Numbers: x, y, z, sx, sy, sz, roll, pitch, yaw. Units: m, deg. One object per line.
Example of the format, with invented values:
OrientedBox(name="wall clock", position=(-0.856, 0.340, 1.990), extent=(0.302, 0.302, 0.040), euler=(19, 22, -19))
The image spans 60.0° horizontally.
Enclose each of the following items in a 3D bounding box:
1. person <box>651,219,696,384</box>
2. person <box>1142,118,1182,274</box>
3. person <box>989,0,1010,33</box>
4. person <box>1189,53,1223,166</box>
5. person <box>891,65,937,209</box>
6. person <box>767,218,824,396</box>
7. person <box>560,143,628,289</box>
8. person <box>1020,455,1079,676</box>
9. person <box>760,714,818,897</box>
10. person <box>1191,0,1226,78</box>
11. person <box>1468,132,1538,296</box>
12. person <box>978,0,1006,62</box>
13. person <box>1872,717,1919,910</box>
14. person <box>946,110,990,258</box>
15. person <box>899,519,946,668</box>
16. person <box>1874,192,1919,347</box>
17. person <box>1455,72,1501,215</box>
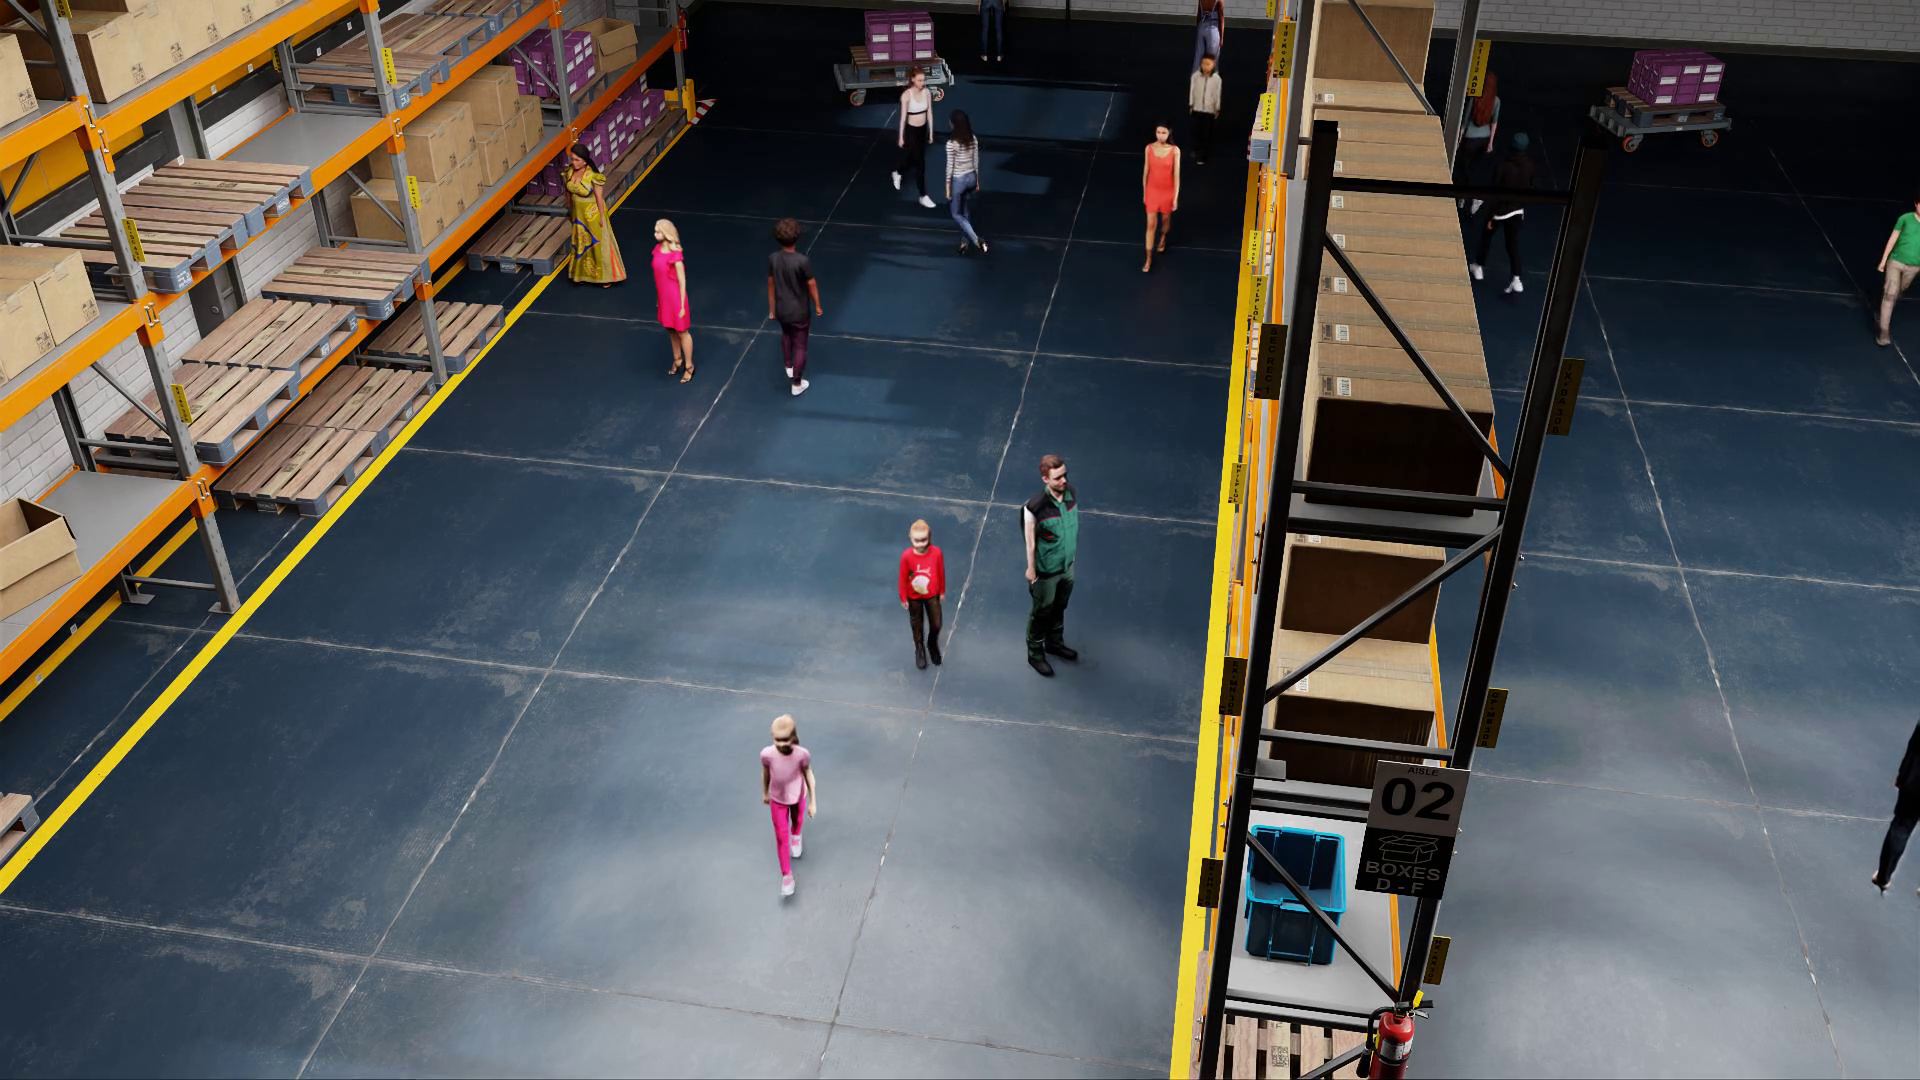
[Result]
OrientedBox(name="person", position=(-2.848, -2.395, 16.550), extent=(0.707, 1.728, 0.666), euler=(-27, 42, -34))
OrientedBox(name="person", position=(2.311, -3.970, 18.965), extent=(0.659, 1.677, 1.131), euler=(8, 35, 12))
OrientedBox(name="person", position=(0.617, -8.962, 26.429), extent=(0.712, 1.729, 0.600), euler=(21, 39, 28))
OrientedBox(name="person", position=(3.214, -5.651, 21.702), extent=(0.610, 1.446, 0.652), euler=(10, 35, 14))
OrientedBox(name="person", position=(-0.606, -4.991, 20.470), extent=(1.097, 1.712, 1.115), euler=(-20, 38, -27))
OrientedBox(name="person", position=(-1.672, -2.254, 16.307), extent=(0.717, 1.761, 0.839), euler=(13, 36, 18))
OrientedBox(name="person", position=(-4.124, -3.610, 18.444), extent=(0.921, 1.655, 0.808), euler=(10, 35, 15))
OrientedBox(name="person", position=(0.694, 0.162, 12.599), extent=(0.803, 1.843, 0.713), euler=(28, 43, 35))
OrientedBox(name="person", position=(-1.121, 1.637, 10.924), extent=(0.650, 1.240, 0.933), euler=(-3, 34, -4))
OrientedBox(name="person", position=(3.572, -7.242, 23.872), extent=(0.648, 1.696, 0.645), euler=(21, 39, 28))
OrientedBox(name="person", position=(6.037, -3.540, 18.221), extent=(0.979, 1.784, 1.304), euler=(-6, 34, -9))
OrientedBox(name="person", position=(0.484, -8.143, 25.198), extent=(0.606, 1.728, 0.551), euler=(0, 34, 1))
OrientedBox(name="person", position=(5.825, 1.449, 9.807), extent=(0.781, 1.780, 0.686), euler=(15, 36, 21))
OrientedBox(name="person", position=(0.062, -3.970, 18.881), extent=(0.951, 1.771, 1.007), euler=(-18, 38, -25))
OrientedBox(name="person", position=(-0.291, 0.379, 12.784), extent=(0.574, 1.276, 0.588), euler=(-5, 34, -7))
OrientedBox(name="person", position=(9.885, -2.908, 17.428), extent=(0.697, 1.610, 1.125), euler=(10, 35, 15))
OrientedBox(name="person", position=(6.258, -4.763, 20.113), extent=(0.790, 1.727, 1.066), euler=(-4, 34, -6))
